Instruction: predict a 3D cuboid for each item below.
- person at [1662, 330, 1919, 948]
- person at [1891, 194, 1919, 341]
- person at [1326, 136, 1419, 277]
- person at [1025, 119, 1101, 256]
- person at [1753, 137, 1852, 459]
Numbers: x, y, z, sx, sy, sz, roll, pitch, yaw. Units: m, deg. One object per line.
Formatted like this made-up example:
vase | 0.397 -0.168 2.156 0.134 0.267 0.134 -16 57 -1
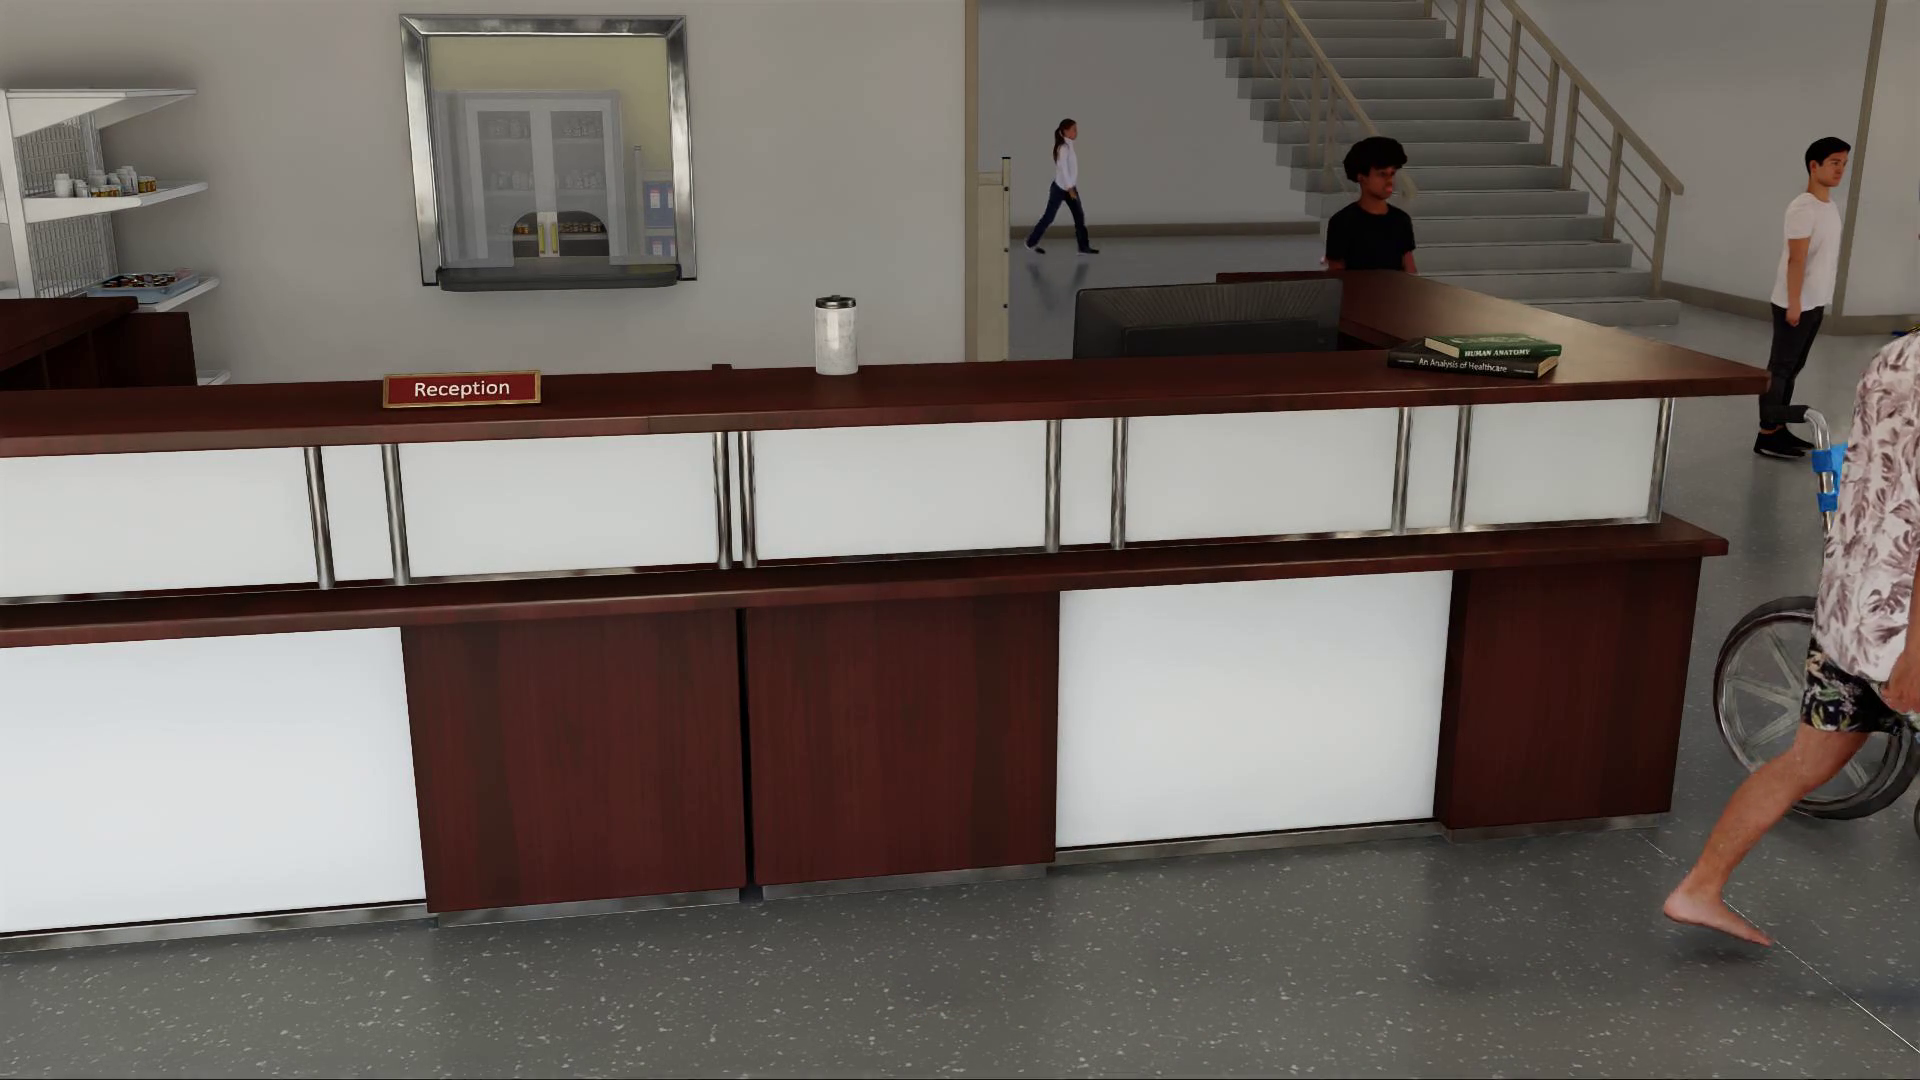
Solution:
person | 2.034 0.164 3.747 0.808 1.781 1.055 0 16 -1
person | 7.542 -2.437 12.813 0.769 1.869 0.696 9 18 29
person | 1.940 -1.054 8.145 0.890 1.739 1.170 -9 18 -29
person | 1.099 -3.974 18.907 0.943 1.520 1.064 6 17 19
person | 4.607 -1.336 9.124 0.735 1.720 0.698 13 20 39
